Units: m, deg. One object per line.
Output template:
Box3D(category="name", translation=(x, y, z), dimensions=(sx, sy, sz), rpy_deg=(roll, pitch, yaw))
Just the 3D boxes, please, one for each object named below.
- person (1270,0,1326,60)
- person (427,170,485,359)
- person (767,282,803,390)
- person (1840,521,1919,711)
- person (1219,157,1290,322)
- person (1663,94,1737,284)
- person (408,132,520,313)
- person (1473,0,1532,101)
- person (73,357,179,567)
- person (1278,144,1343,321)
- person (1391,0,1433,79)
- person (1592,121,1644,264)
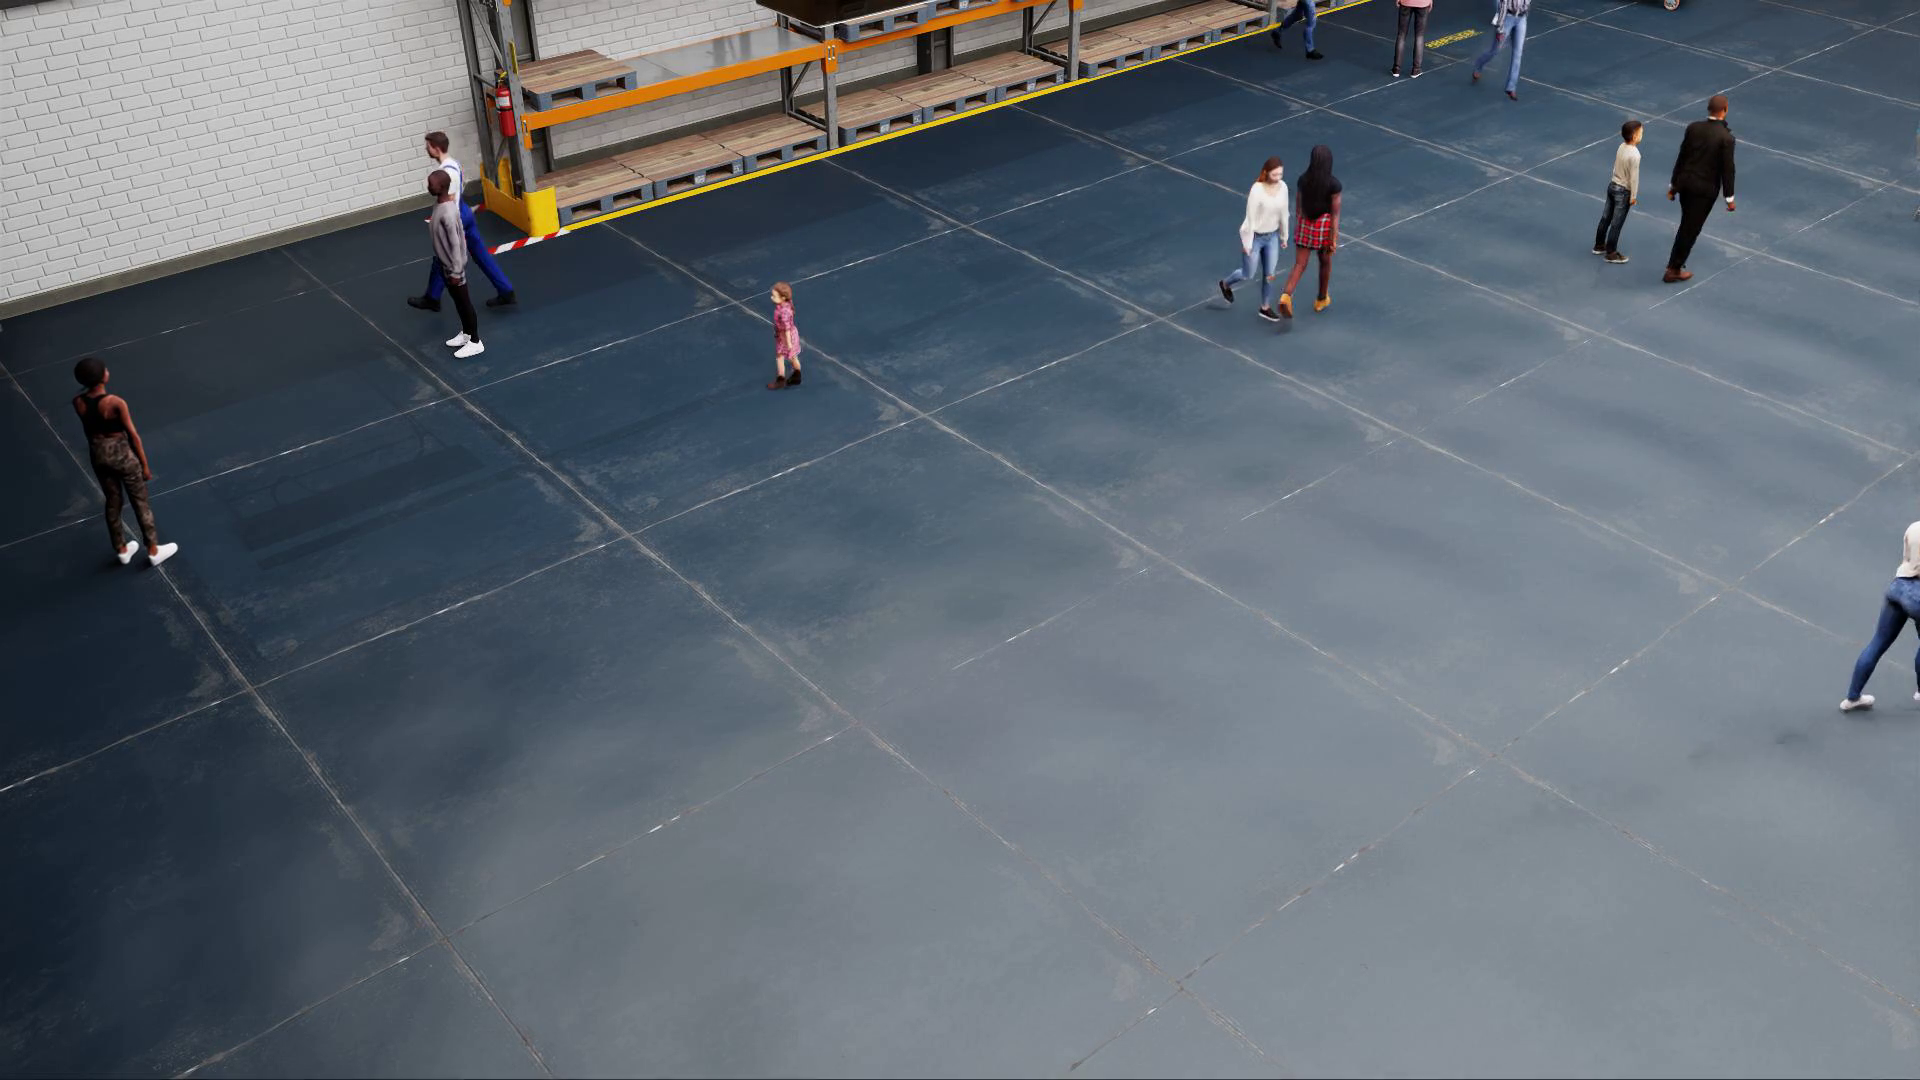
Box3D(category="person", translation=(4.672, -7.545, 22.747), dimensions=(1.146, 1.835, 0.726), rpy_deg=(-26, 42, -33))
Box3D(category="person", translation=(-4.655, -2.553, 15.294), dimensions=(0.592, 1.772, 0.657), rpy_deg=(-17, 37, -24))
Box3D(category="person", translation=(-1.510, -1.841, 14.908), dimensions=(0.638, 1.012, 0.564), rpy_deg=(-3, 34, -4))
Box3D(category="person", translation=(6.150, 0.442, 10.859), dimensions=(1.055, 1.692, 0.795), rpy_deg=(-14, 36, -20))
Box3D(category="person", translation=(2.807, -2.886, 15.886), dimensions=(0.875, 1.670, 0.818), rpy_deg=(-21, 39, -28))
Box3D(category="person", translation=(7.276, -3.464, 16.565), dimensions=(0.781, 1.882, 0.835), rpy_deg=(-15, 36, -21))
Box3D(category="person", translation=(-4.729, -3.011, 15.959), dimensions=(1.351, 1.798, 1.173), rpy_deg=(-2, 34, -3))
Box3D(category="person", translation=(7.023, -6.624, 21.431), dimensions=(1.168, 1.757, 0.977), rpy_deg=(-10, 35, -15))
Box3D(category="person", translation=(-6.292, -0.580, 12.396), dimensions=(0.659, 1.695, 0.720), rpy_deg=(2, 34, 3))
Box3D(category="person", translation=(3.340, -2.896, 15.880), dimensions=(0.841, 1.695, 1.144), rpy_deg=(21, 39, 28))
Box3D(category="person", translation=(6.021, -7.133, 22.014), dimensions=(0.711, 1.961, 0.723), rpy_deg=(10, 35, 15))
Box3D(category="person", translation=(6.812, -3.603, 17.151), dimensions=(0.642, 1.465, 0.623), rpy_deg=(-7, 34, -10))
